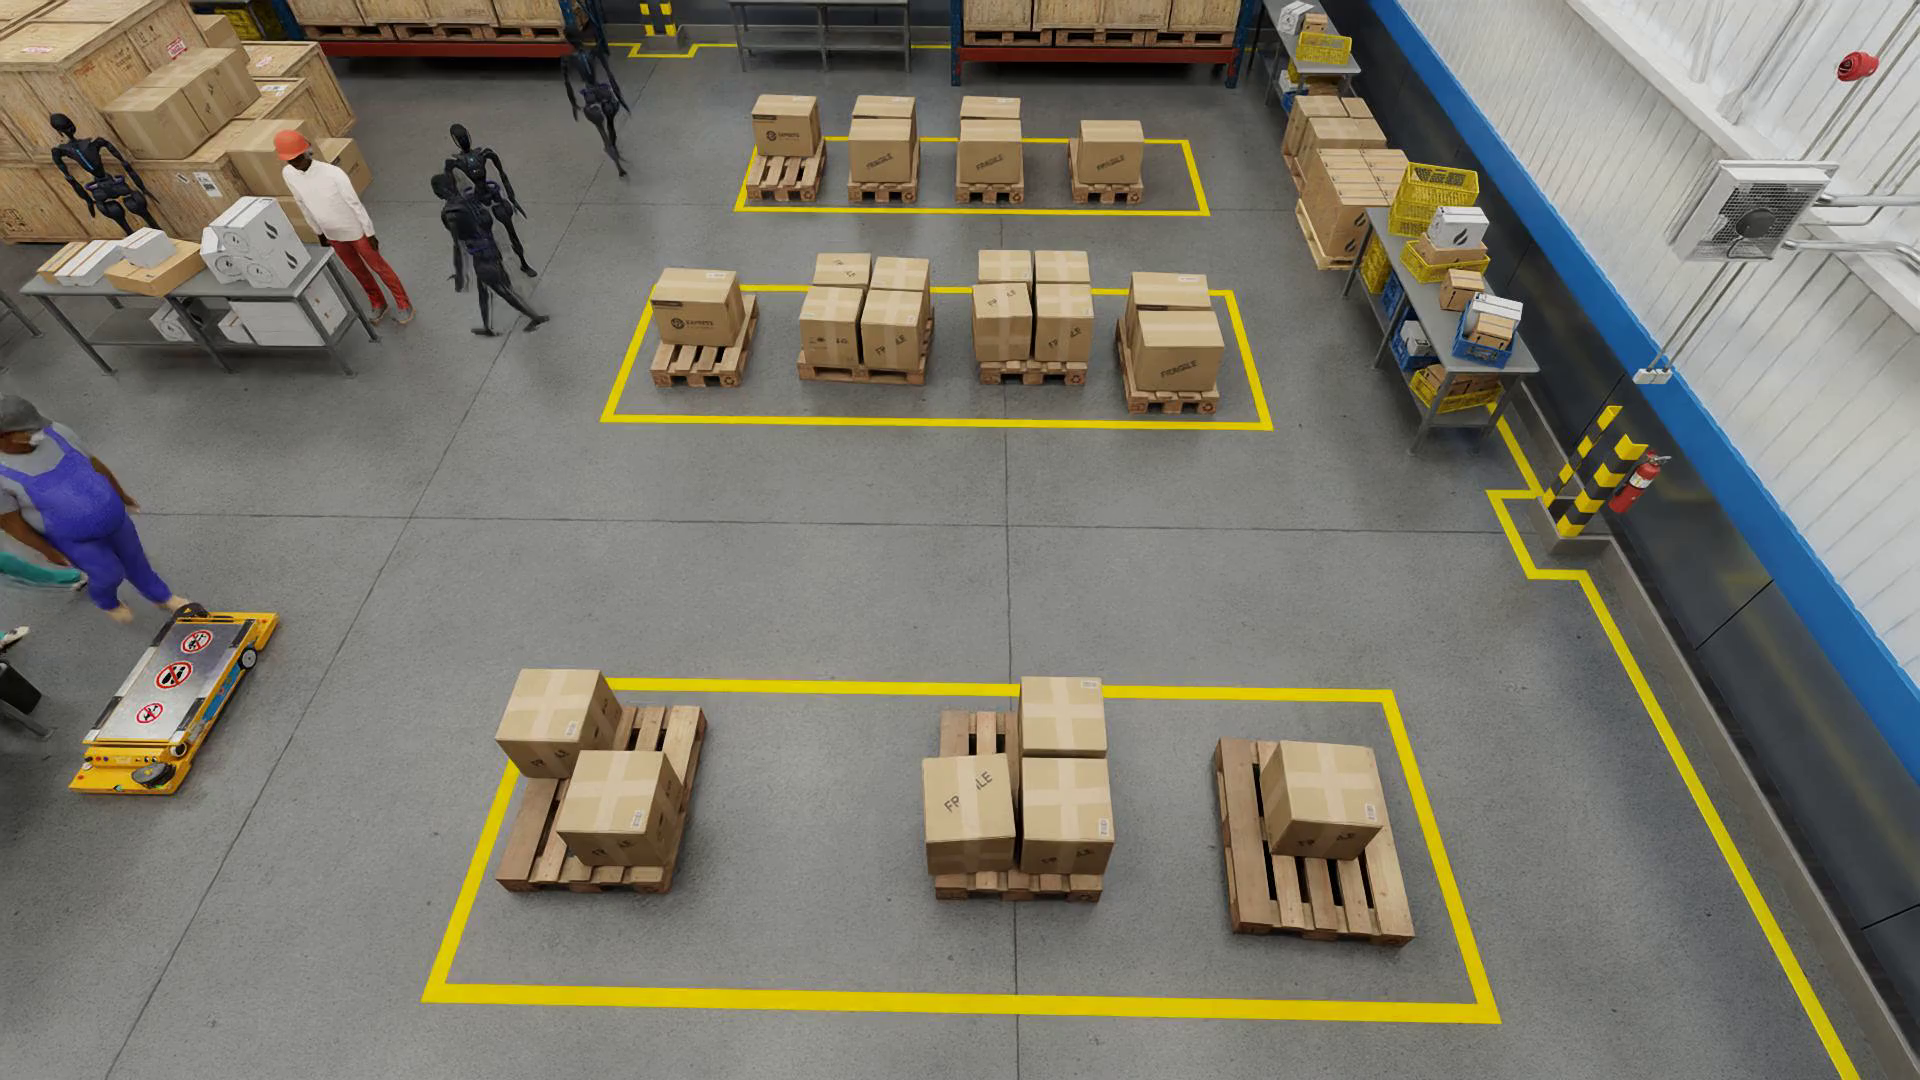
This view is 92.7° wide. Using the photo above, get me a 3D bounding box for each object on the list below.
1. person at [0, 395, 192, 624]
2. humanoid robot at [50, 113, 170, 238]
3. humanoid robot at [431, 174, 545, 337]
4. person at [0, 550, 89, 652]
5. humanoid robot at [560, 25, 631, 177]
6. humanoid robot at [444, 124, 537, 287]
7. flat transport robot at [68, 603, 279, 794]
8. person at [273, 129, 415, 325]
[{"bbox_3d":[-6.116,-0.175,6.356,0.629,2.000,0.729,7,50,6],"label":"person"},{"bbox_3d":[-8.699,-3.546,9.435,0.603,1.657,0.321,-25,54,-20],"label":"humanoid robot"},{"bbox_3d":[-4.579,-2.680,8.749,0.734,1.617,0.591,-22,53,-18],"label":"humanoid robot"},{"bbox_3d":[-7.001,0.012,6.411,0.529,1.702,0.920,12,51,10],"label":"person"},{"bbox_3d":[-4.262,-5.184,10.876,0.640,1.641,0.776,-33,57,-25],"label":"humanoid robot"},{"bbox_3d":[-4.771,-3.381,9.295,0.588,1.659,0.328,-32,57,-24],"label":"humanoid robot"},{"bbox_3d":[-5.504,1.072,6.442,0.652,0.197,1.431,1,50,1],"label":"flat transport robot"},{"bbox_3d":[-5.875,-2.934,8.728,0.616,1.986,0.406,3,50,3],"label":"person"}]
